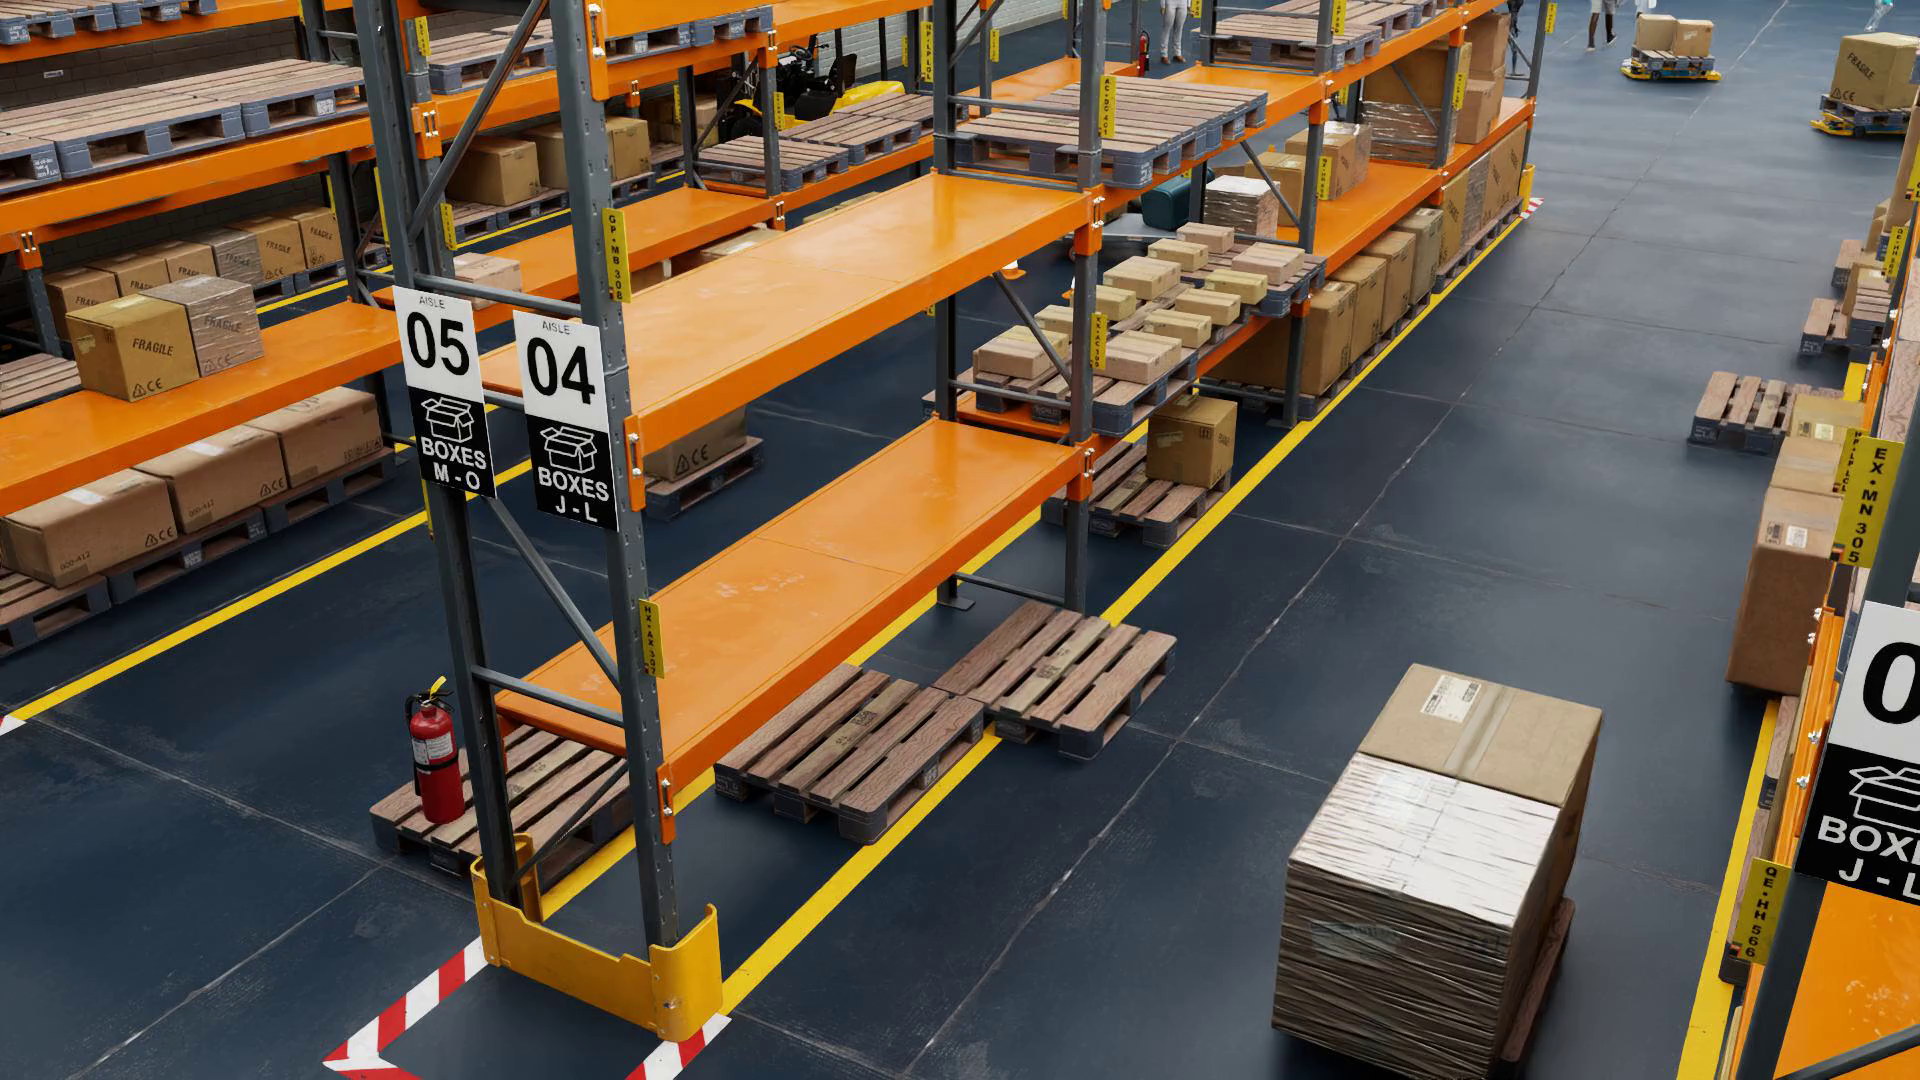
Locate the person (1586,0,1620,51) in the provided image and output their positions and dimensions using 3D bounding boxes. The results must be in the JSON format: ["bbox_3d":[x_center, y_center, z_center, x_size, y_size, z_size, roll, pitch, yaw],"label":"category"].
[{"bbox_3d":[11.590,-9.782,29.769,0.613,1.904,1.017,16,30,30],"label":"person"}]

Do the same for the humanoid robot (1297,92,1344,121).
[{"bbox_3d":[5.283,-6.909,24.118,0.755,1.625,0.596,2,26,5],"label":"humanoid robot"}]

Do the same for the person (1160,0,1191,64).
[{"bbox_3d":[3.684,-9.147,28.429,0.629,1.938,0.373,-11,28,-23],"label":"person"}]

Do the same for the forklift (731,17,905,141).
[{"bbox_3d":[-1.819,-5.975,21.543,2.313,2.155,1.214,14,29,26],"label":"forklift"}]

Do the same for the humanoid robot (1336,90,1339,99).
[{"bbox_3d":[5.692,-7.619,25.475,0.725,1.790,0.548,-9,27,-18],"label":"humanoid robot"}]

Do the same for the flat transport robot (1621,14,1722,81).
[{"bbox_3d":[11.732,-7.750,27.447,1.431,0.231,0.659,2,26,5],"label":"flat transport robot"}]

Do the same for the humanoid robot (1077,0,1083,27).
[{"bbox_3d":[2.348,-10.655,31.837,0.537,1.840,0.665,17,31,32],"label":"humanoid robot"}]

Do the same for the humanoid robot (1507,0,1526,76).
[{"bbox_3d":[9.030,-8.383,27.147,0.602,1.633,0.586,11,28,21],"label":"humanoid robot"}]

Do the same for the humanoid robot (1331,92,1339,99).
[{"bbox_3d":[5.846,-7.498,25.309,0.610,1.642,0.369,16,30,30],"label":"humanoid robot"}]

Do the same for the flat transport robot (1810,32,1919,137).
[{"bbox_3d":[12.941,-5.892,23.584,1.431,0.231,0.659,0,26,0],"label":"flat transport robot"}]

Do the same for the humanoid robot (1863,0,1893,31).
[{"bbox_3d":[17.382,-10.467,31.436,0.808,1.804,0.551,6,26,12],"label":"humanoid robot"}]

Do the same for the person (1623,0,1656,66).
[{"bbox_3d":[11.602,-9.030,28.209,0.371,1.915,0.596,11,28,22],"label":"person"}]
